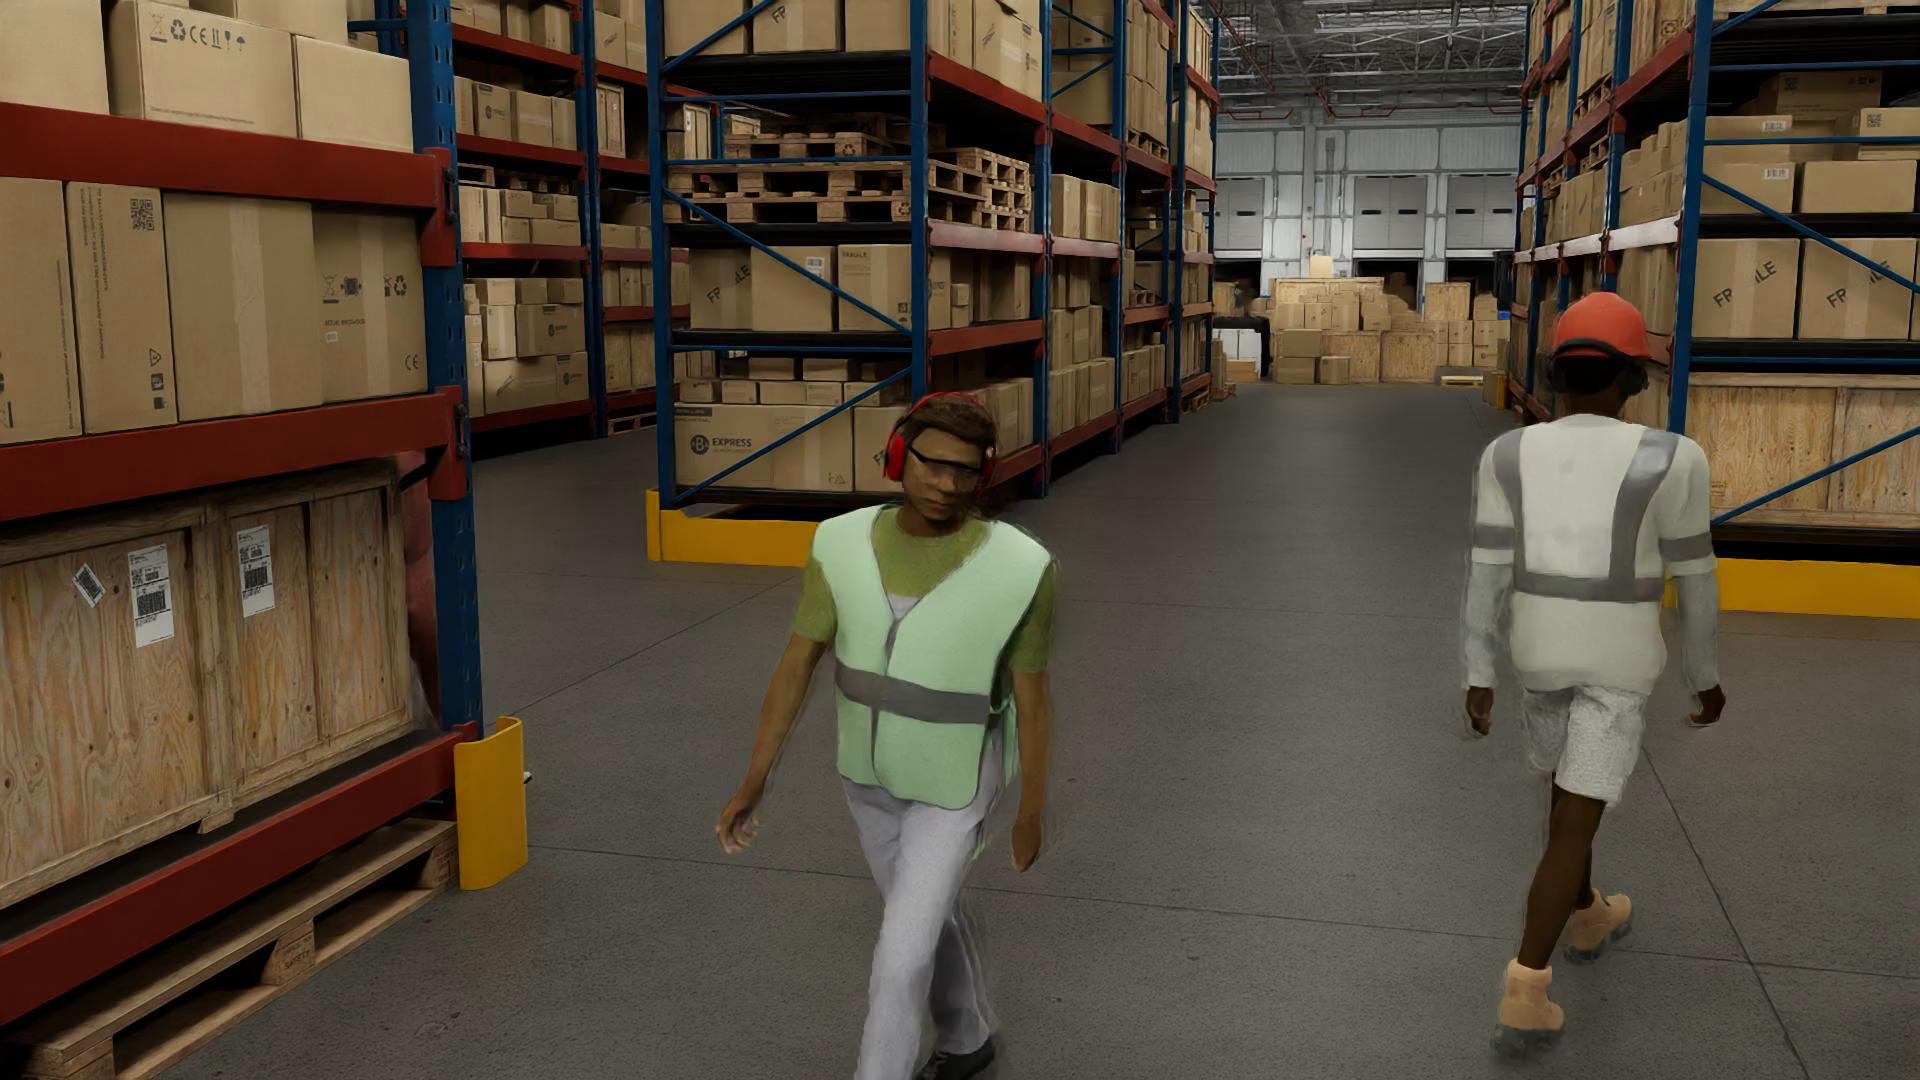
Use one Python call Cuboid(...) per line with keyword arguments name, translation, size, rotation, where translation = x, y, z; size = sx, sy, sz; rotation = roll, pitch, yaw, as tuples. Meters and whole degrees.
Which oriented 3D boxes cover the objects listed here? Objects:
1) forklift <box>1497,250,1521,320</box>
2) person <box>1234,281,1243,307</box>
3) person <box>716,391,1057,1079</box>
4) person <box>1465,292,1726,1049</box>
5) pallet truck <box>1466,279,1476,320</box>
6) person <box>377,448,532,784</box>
Cuboid(name="forklift", translation=(16.072, -6.977, 48.097), size=(1.129, 2.768, 1.873), rotation=(1, 9, 9))
Cuboid(name="person", translation=(9.464, -7.980, 57.526), size=(0.648, 1.911, 0.666), rotation=(6, 11, 33))
Cuboid(name="person", translation=(-0.113, 0.557, 3.713), size=(0.664, 1.788, 0.976), rotation=(5, 10, 28))
Cuboid(name="person", translation=(1.713, 0.328, 4.559), size=(1.073, 1.993, 0.611), rotation=(-9, 12, -43))
Cuboid(name="pallet truck", translation=(18.896, -8.459, 60.307), size=(1.885, 1.965, 0.823), rotation=(5, 10, 31))
Cuboid(name="person", translation=(-2.244, 0.097, 6.422), size=(0.984, 1.862, 0.645), rotation=(2, 9, 10))
